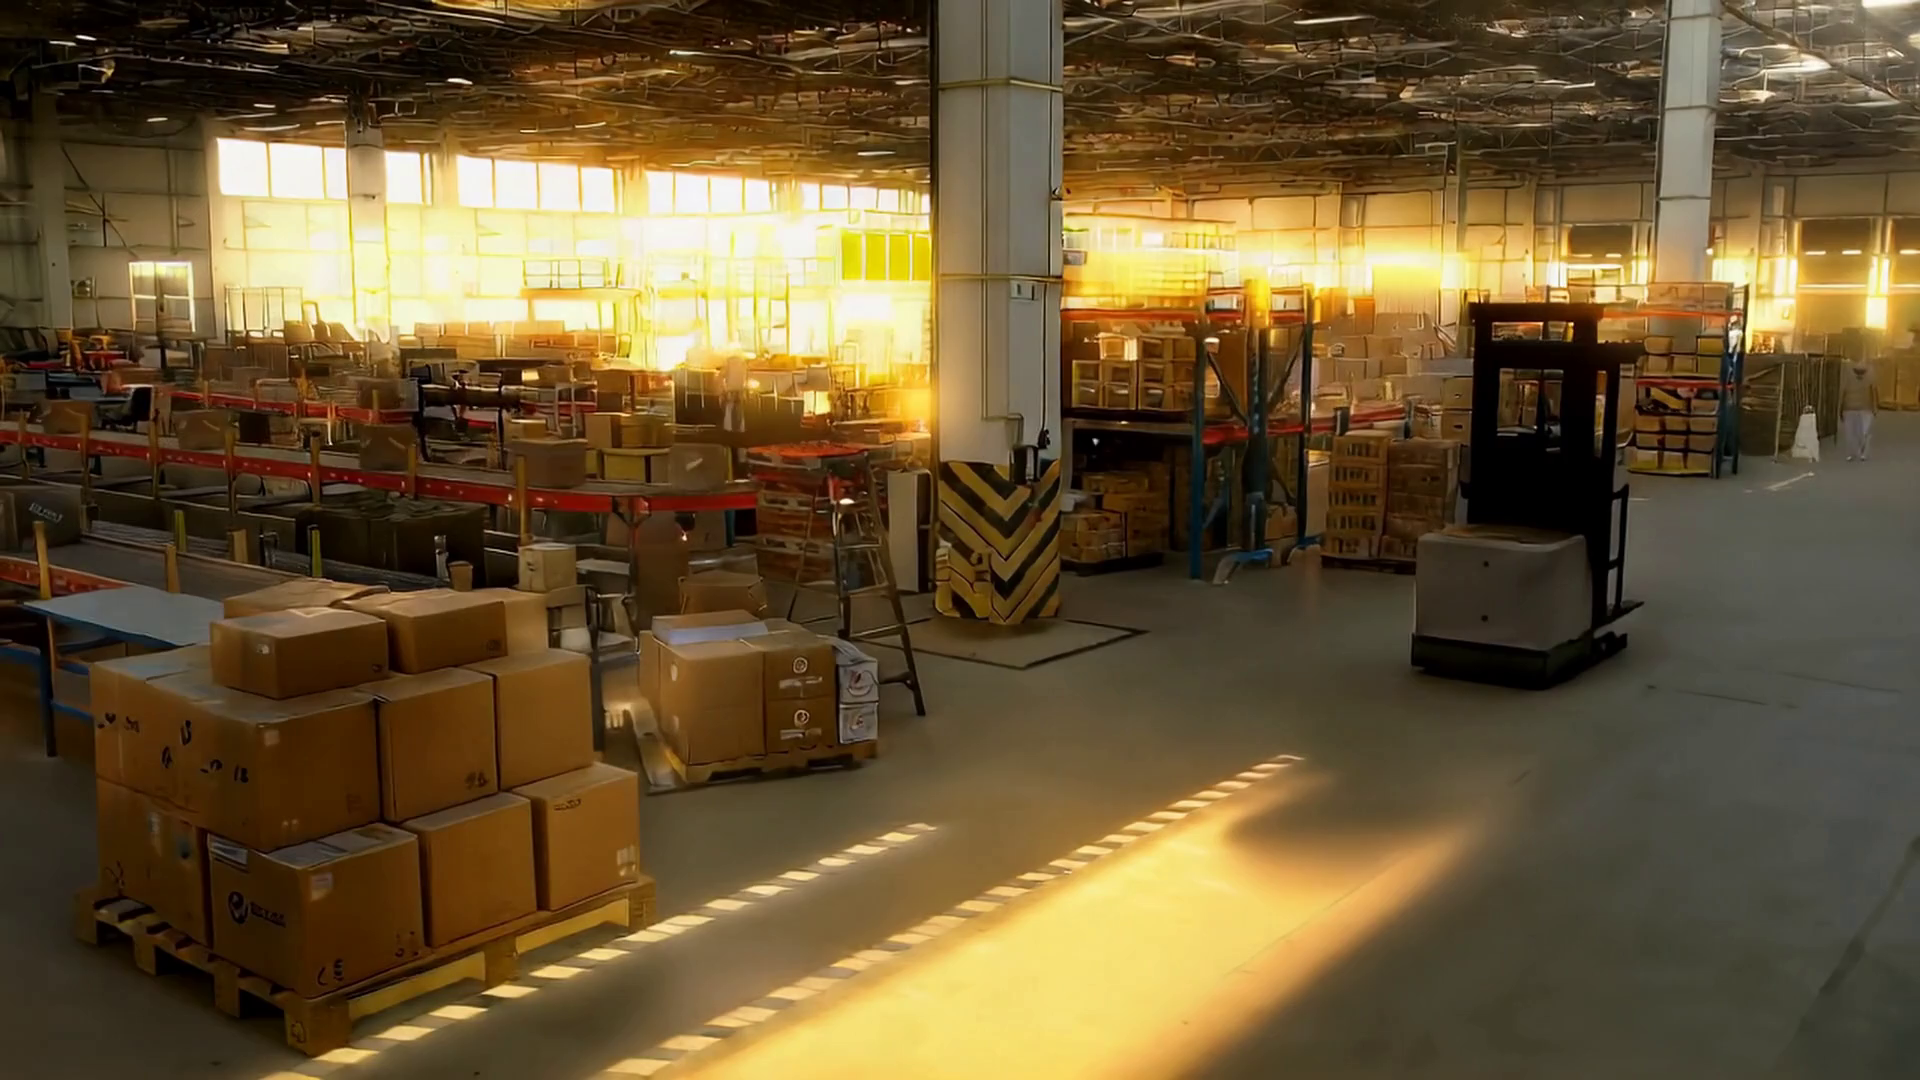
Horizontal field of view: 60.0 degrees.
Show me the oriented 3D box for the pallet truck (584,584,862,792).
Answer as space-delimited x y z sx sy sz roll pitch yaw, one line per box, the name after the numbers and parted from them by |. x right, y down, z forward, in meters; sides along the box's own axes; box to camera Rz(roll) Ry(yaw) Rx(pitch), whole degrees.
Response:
-1.426 0.805 10.019 1.601 1.201 0.680 -4 9 -26 | pallet truck

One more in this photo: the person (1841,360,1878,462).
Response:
15.388 -2.195 28.479 0.548 1.753 0.368 6 10 33 | person

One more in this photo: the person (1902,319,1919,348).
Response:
32.832 -6.612 57.290 0.825 2.000 0.693 -2 9 -13 | person

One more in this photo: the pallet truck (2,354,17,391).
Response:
-24.881 -4.417 42.634 1.885 1.965 0.823 8 11 41 | pallet truck

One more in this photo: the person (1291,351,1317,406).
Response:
6.938 -3.032 33.753 0.646 1.870 0.943 8 12 44 | person

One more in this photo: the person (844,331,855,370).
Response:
-3.536 -5.720 52.419 0.871 1.704 0.508 6 11 36 | person

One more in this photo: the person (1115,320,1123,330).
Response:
5.763 -7.054 60.619 0.374 1.934 0.549 -2 9 -10 | person

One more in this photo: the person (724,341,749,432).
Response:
-4.736 -3.235 35.017 0.608 1.891 0.913 -4 9 -25 | person

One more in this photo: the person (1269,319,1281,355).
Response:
12.406 -7.763 65.474 0.386 1.917 0.591 -4 9 -26 | person

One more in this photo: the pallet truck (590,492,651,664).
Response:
-3.115 0.344 12.883 0.653 1.274 1.630 7 11 37 | pallet truck

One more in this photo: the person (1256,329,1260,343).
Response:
12.405 -8.162 68.403 0.515 1.841 0.329 2 9 14 | person

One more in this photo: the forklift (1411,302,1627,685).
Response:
4.379 -0.438 12.852 1.129 2.768 1.873 7 11 37 | forklift

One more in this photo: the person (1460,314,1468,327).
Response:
23.898 -9.826 79.333 0.607 1.927 0.814 5 10 31 | person

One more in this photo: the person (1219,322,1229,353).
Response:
9.409 -6.859 59.550 0.666 1.865 0.582 -3 9 -20 | person

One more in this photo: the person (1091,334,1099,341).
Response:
3.700 -4.616 44.623 0.779 1.810 0.599 4 9 24 | person

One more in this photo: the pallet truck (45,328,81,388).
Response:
-23.775 -4.544 43.495 1.885 1.965 0.823 6 10 35 | pallet truck
